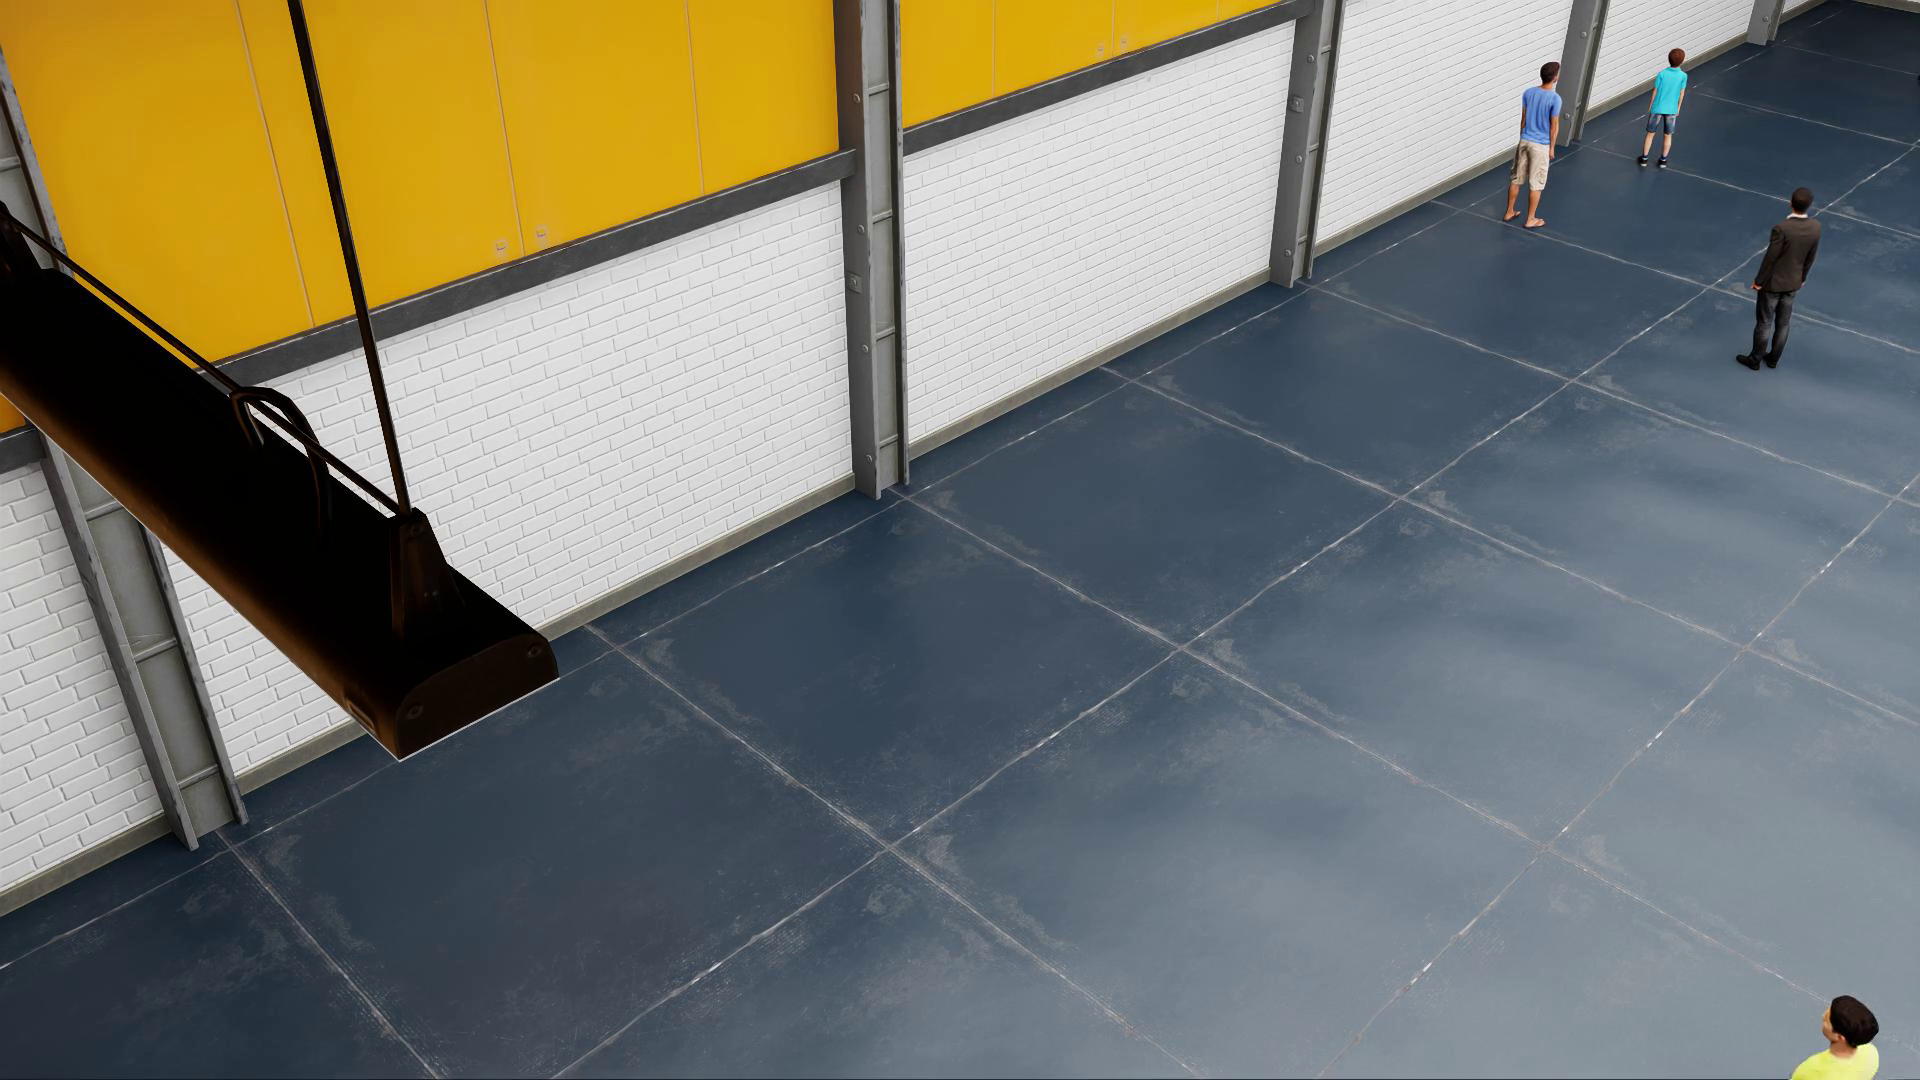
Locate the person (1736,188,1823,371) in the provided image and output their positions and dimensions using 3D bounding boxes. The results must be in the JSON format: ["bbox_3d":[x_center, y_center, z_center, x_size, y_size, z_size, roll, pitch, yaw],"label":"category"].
[{"bbox_3d":[7.822,-2.482,15.826,0.692,1.802,0.816,-6,34,-10],"label":"person"}]

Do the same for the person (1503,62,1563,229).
[{"bbox_3d":[6.486,-4.466,18.755,0.579,1.864,0.655,-25,41,-33],"label":"person"}]

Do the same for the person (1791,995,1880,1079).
[{"bbox_3d":[4.126,2.840,7.925,1.005,1.685,0.779,-23,40,-31],"label":"person"}]

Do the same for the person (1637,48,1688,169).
[{"bbox_3d":[8.649,-5.306,20.395,0.587,1.447,0.612,8,34,11],"label":"person"}]
